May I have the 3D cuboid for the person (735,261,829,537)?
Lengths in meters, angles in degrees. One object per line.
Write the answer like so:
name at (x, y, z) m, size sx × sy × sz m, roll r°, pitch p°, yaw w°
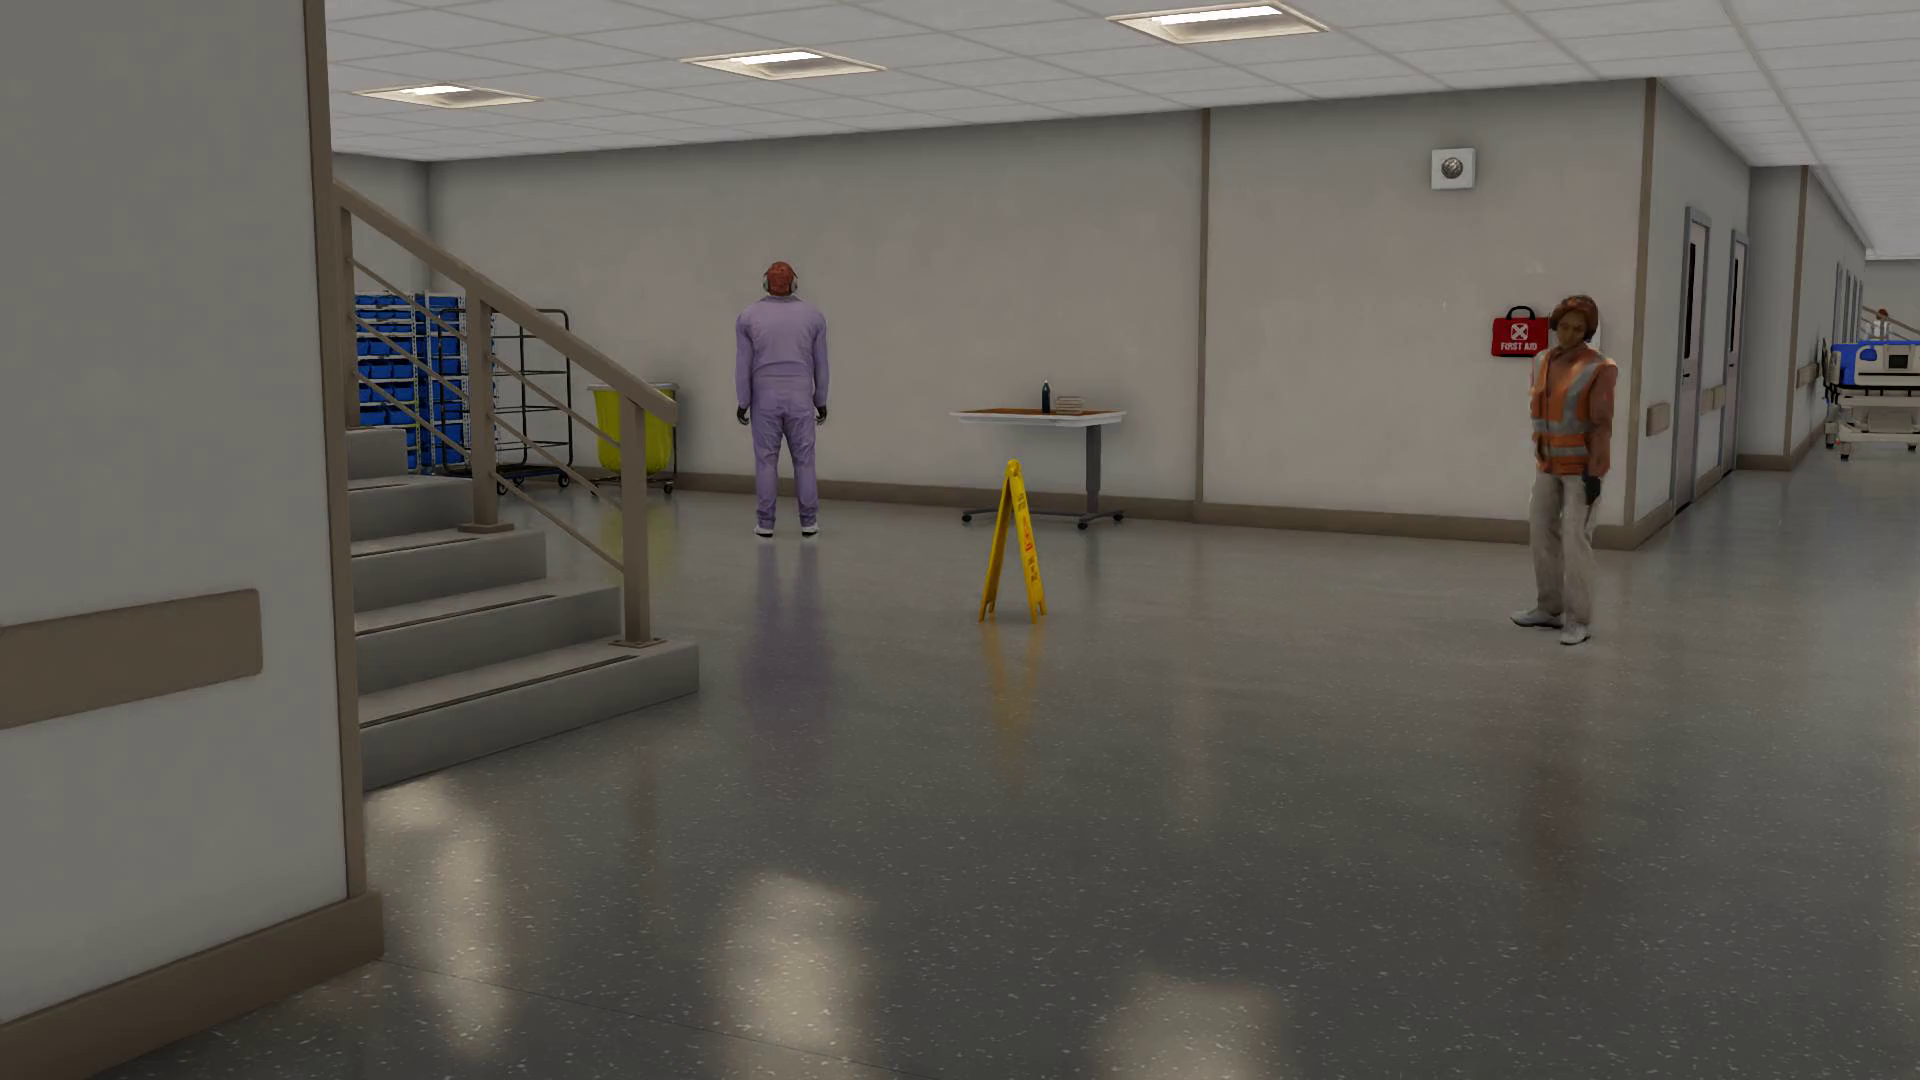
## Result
person at (-1.236, -0.973, 11.557) m, size 0.650 × 1.906 × 0.401 m, roll -1°, pitch 8°, yaw -11°

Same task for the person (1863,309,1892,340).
person at (21.613, -4.532, 39.225) m, size 0.651 × 1.842 × 0.912 m, roll 2°, pitch 8°, yaw 18°

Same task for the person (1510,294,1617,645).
person at (2.797, -0.320, 7.658) m, size 0.409 × 1.605 × 0.598 m, roll -3°, pitch 8°, yaw -21°
